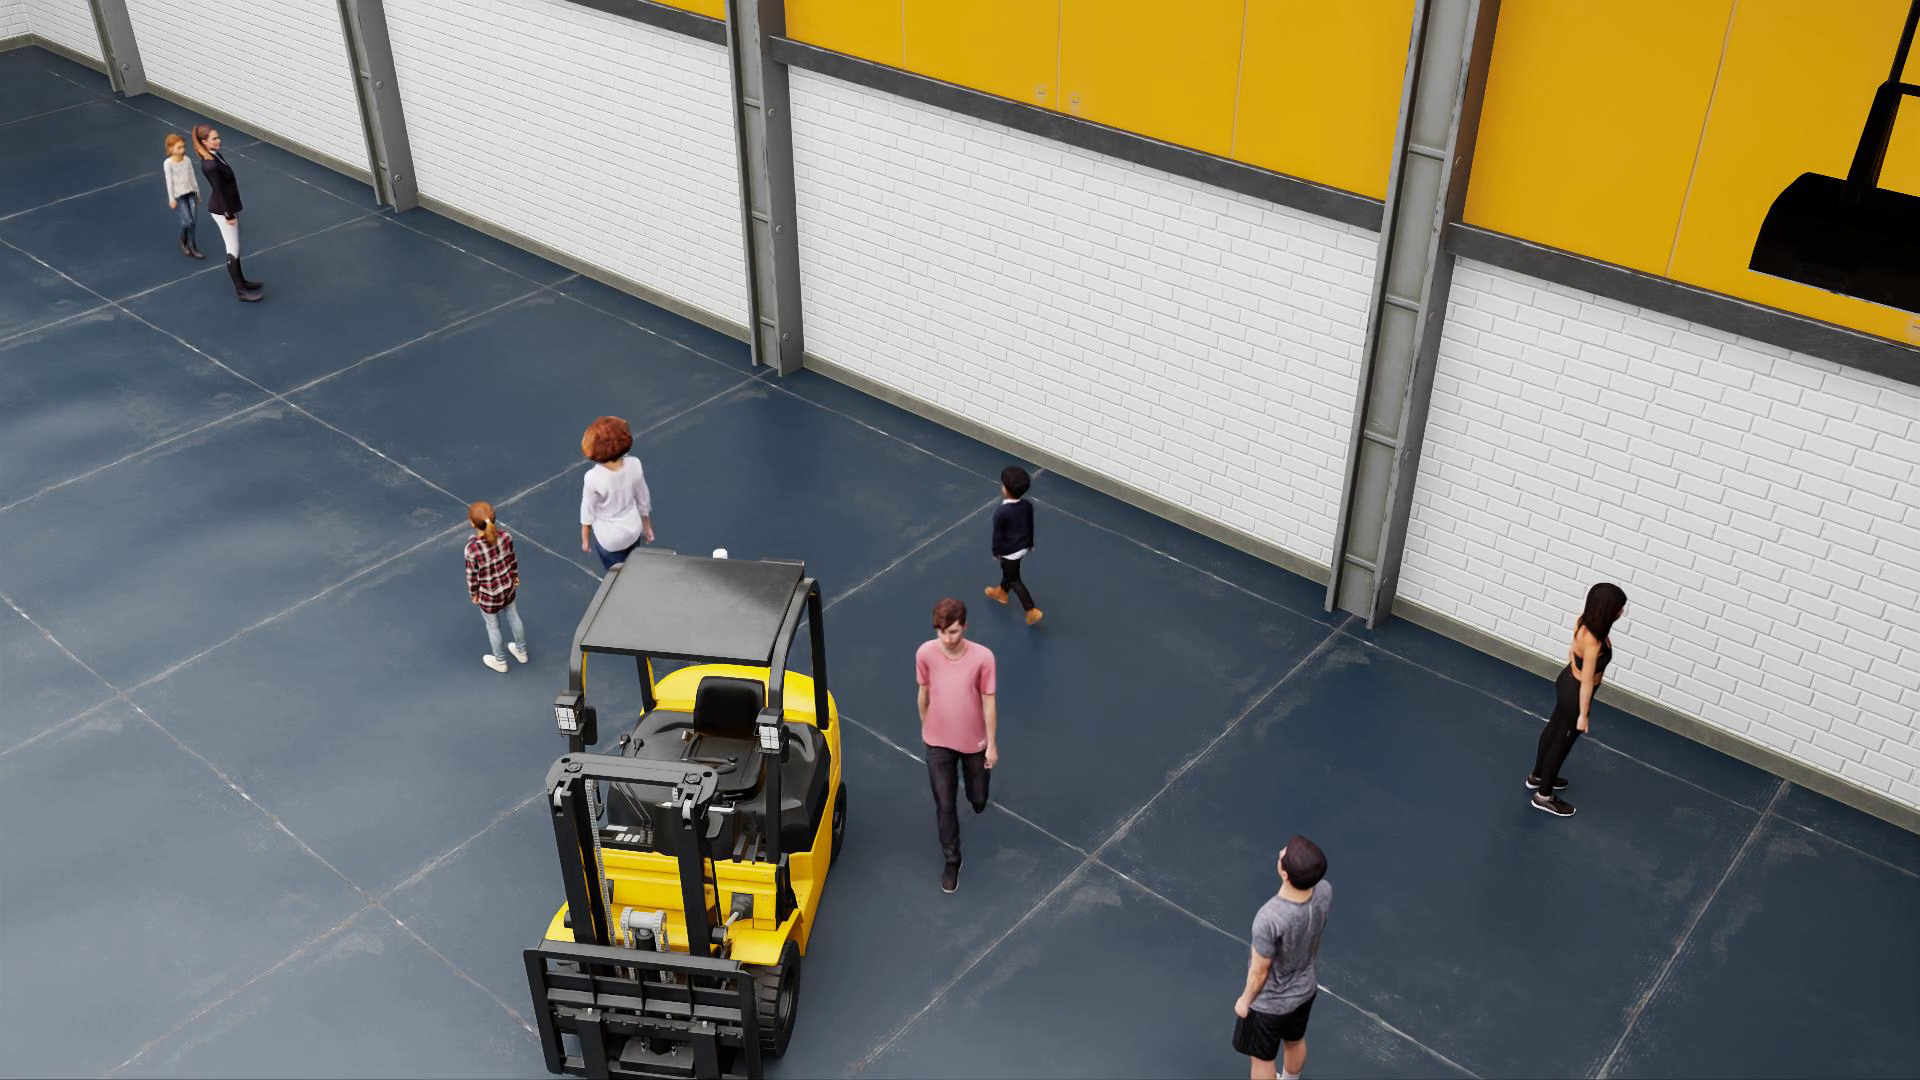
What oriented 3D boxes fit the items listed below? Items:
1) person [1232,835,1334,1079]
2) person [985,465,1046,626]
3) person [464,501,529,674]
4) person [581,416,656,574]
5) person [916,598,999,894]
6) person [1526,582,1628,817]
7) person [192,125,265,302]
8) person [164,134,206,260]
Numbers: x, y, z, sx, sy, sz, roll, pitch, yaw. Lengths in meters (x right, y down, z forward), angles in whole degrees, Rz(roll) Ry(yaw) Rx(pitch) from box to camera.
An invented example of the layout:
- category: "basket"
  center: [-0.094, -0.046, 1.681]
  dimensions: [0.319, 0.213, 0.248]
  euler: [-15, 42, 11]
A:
- category: "person"
  center: [1.561, 2.155, 8.015]
  dimensions: [0.709, 1.871, 0.651]
  euler: [-21, 39, -29]
- category: "person"
  center: [0.413, 0.048, 11.784]
  dimensions: [0.557, 1.208, 0.864]
  euler: [-28, 43, -36]
- category: "person"
  center: [-3.154, 0.313, 11.298]
  dimensions: [0.512, 1.304, 0.538]
  euler: [29, 43, 36]
- category: "person"
  center: [-2.309, -0.035, 11.462]
  dimensions: [0.685, 1.702, 0.670]
  euler: [-26, 42, -33]
- category: "person"
  center: [0.006, 1.081, 9.569]
  dimensions: [1.056, 1.940, 1.039]
  euler: [3, 34, 5]
- category: "person"
  center: [3.717, 0.929, 10.067]
  dimensions: [0.652, 1.642, 0.643]
  euler: [5, 34, 8]
- category: "person"
  center: [-7.133, -3.180, 16.169]
  dimensions: [0.730, 1.729, 0.645]
  euler: [-9, 35, -14]
- category: "person"
  center: [-8.017, -3.536, 17.090]
  dimensions: [0.597, 1.303, 0.537]
  euler: [21, 39, 28]
